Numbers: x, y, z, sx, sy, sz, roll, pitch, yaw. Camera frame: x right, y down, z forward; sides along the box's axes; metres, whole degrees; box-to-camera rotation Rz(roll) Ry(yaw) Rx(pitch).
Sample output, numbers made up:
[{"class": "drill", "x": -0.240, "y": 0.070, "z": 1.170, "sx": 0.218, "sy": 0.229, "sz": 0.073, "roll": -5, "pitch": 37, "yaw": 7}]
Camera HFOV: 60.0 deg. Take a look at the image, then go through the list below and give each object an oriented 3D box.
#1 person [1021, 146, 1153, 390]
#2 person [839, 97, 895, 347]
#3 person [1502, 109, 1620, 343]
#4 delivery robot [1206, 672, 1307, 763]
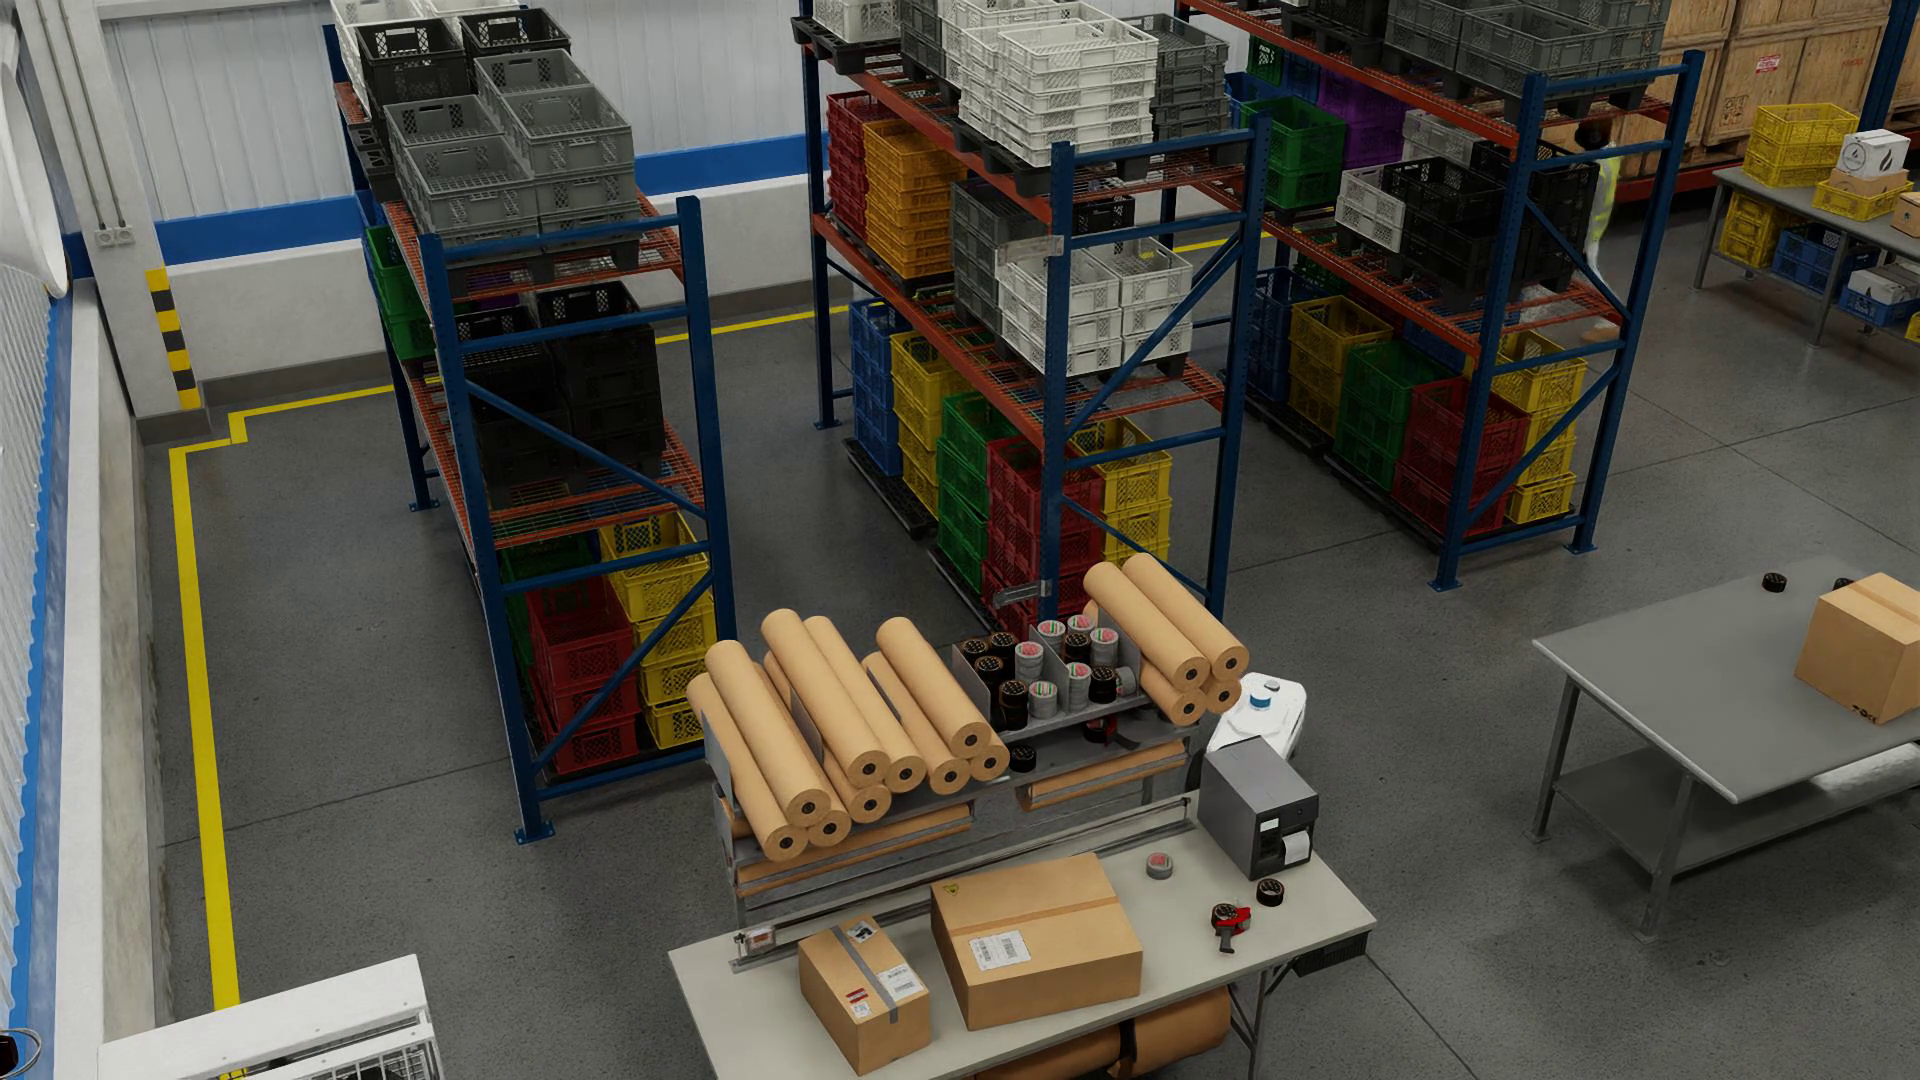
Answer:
[{"class": "person", "x": 0.879, "y": -1.916, "z": 11.523, "sx": 0.935, "sy": 1.909, "sz": 0.635, "roll": 9, "pitch": 33, "yaw": 14}, {"class": "person", "x": -0.708, "y": -2.330, "z": 12.211, "sx": 0.409, "sy": 1.874, "sz": 0.588, "roll": 0, "pitch": 32, "yaw": 1}, {"class": "person", "x": 4.542, "y": -2.283, "z": 12.206, "sx": 0.911, "sy": 1.807, "sz": 0.629, "roll": 17, "pitch": 36, "yaw": 26}, {"class": "delivery robot", "x": 1.440, "y": 0.934, "z": 8.072, "sx": 0.477, "sy": 0.478, "sz": 0.707, "roll": 13, "pitch": 34, "yaw": 20}]
